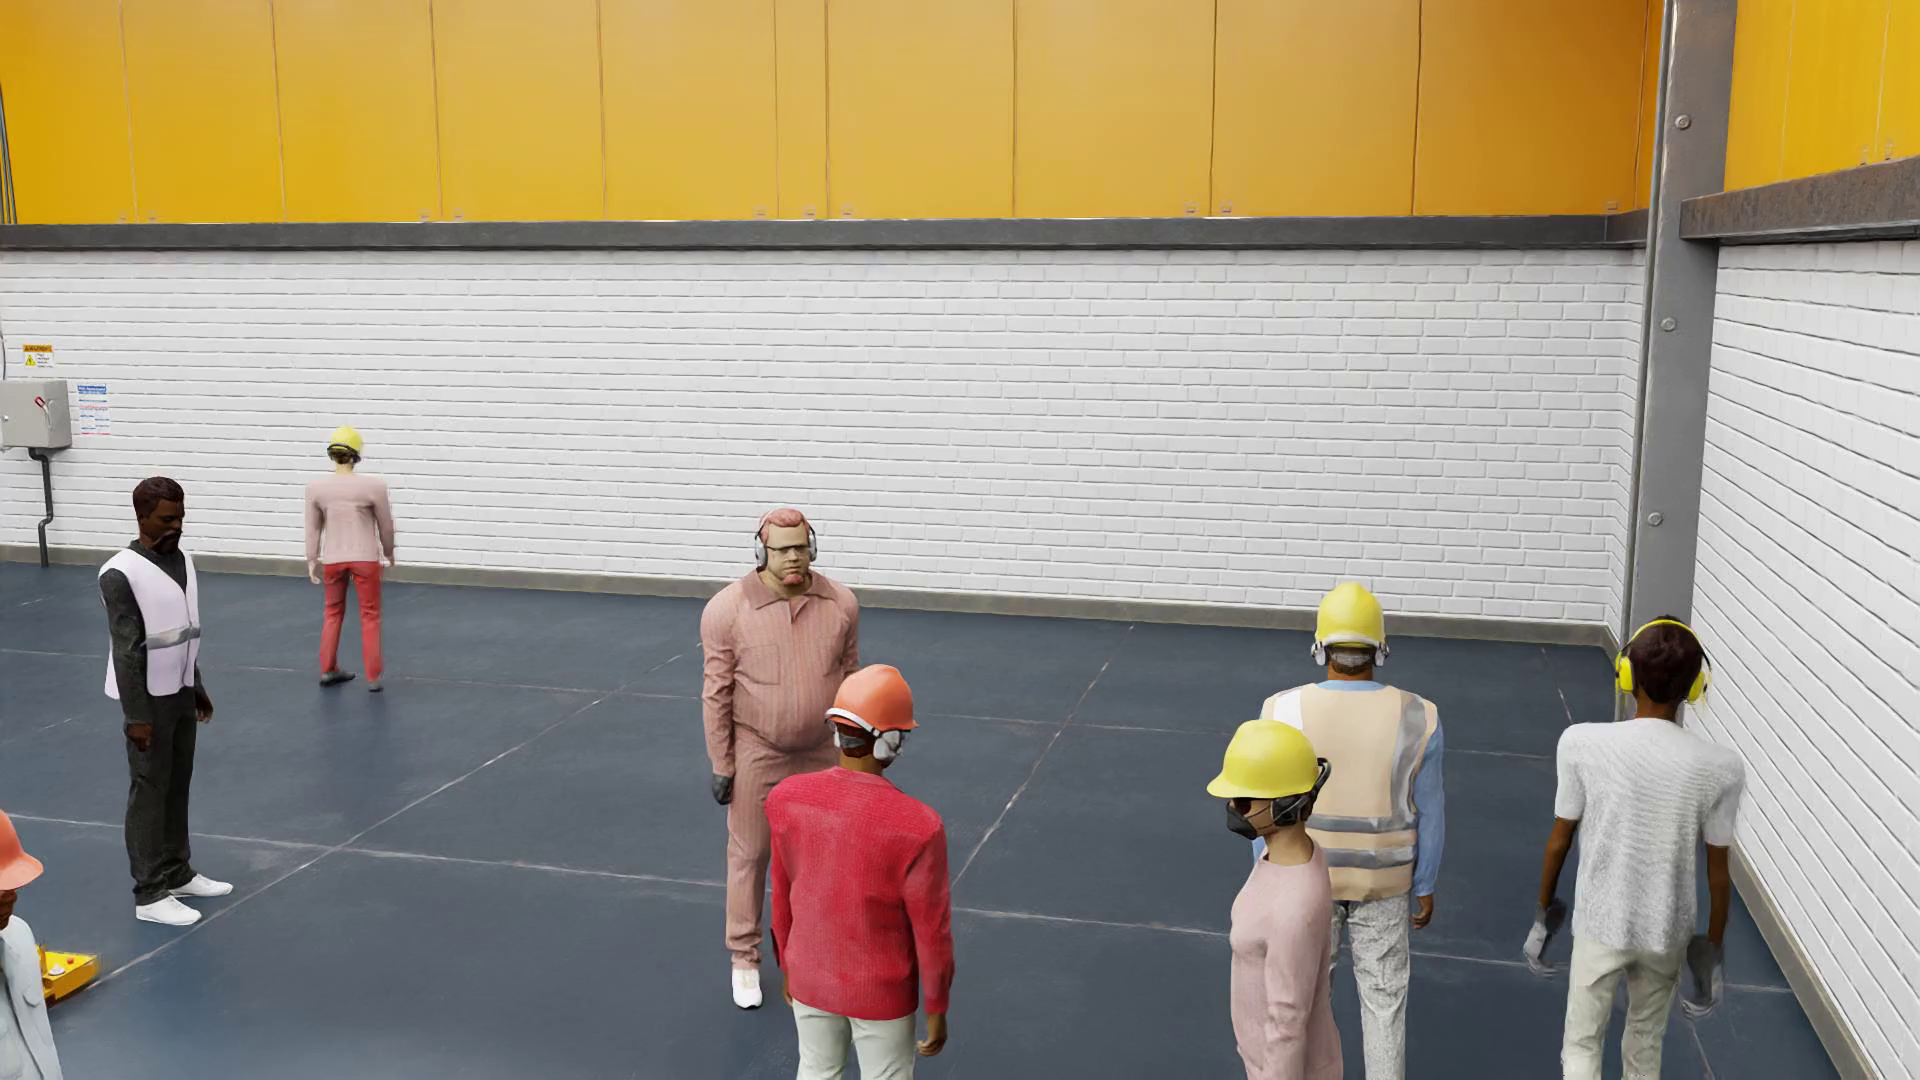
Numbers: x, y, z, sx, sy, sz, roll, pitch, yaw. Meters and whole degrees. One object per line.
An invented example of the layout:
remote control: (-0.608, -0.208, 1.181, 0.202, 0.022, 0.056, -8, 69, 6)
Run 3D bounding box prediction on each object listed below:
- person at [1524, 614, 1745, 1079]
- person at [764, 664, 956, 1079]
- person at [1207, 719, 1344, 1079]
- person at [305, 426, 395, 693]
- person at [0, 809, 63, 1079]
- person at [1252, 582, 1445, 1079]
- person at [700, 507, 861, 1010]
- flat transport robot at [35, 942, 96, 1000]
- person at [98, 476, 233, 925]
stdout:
person: (1.892, 1.130, 4.704, 0.535, 1.848, 0.757, 2, 10, 13)
person: (-0.262, 1.199, 4.607, 0.574, 1.738, 0.353, 5, 11, 27)
person: (0.753, 1.288, 4.027, 0.339, 1.761, 0.528, 2, 10, 10)
person: (-3.977, 0.130, 10.887, 0.533, 1.748, 0.421, 0, 10, 2)
person: (-2.036, 1.378, 3.499, 0.332, 1.749, 0.573, -1, 10, -4)
person: (1.217, 1.039, 5.258, 0.589, 1.835, 0.403, 2, 10, 10)
person: (-0.653, 0.817, 6.355, 0.642, 1.909, 0.399, -5, 11, -26)
flat transport robot: (-3.856, 1.715, 5.874, 0.652, 0.197, 1.431, 2, 10, 13)
person: (-3.443, 0.677, 7.163, 0.391, 1.914, 0.587, 0, 10, 1)
